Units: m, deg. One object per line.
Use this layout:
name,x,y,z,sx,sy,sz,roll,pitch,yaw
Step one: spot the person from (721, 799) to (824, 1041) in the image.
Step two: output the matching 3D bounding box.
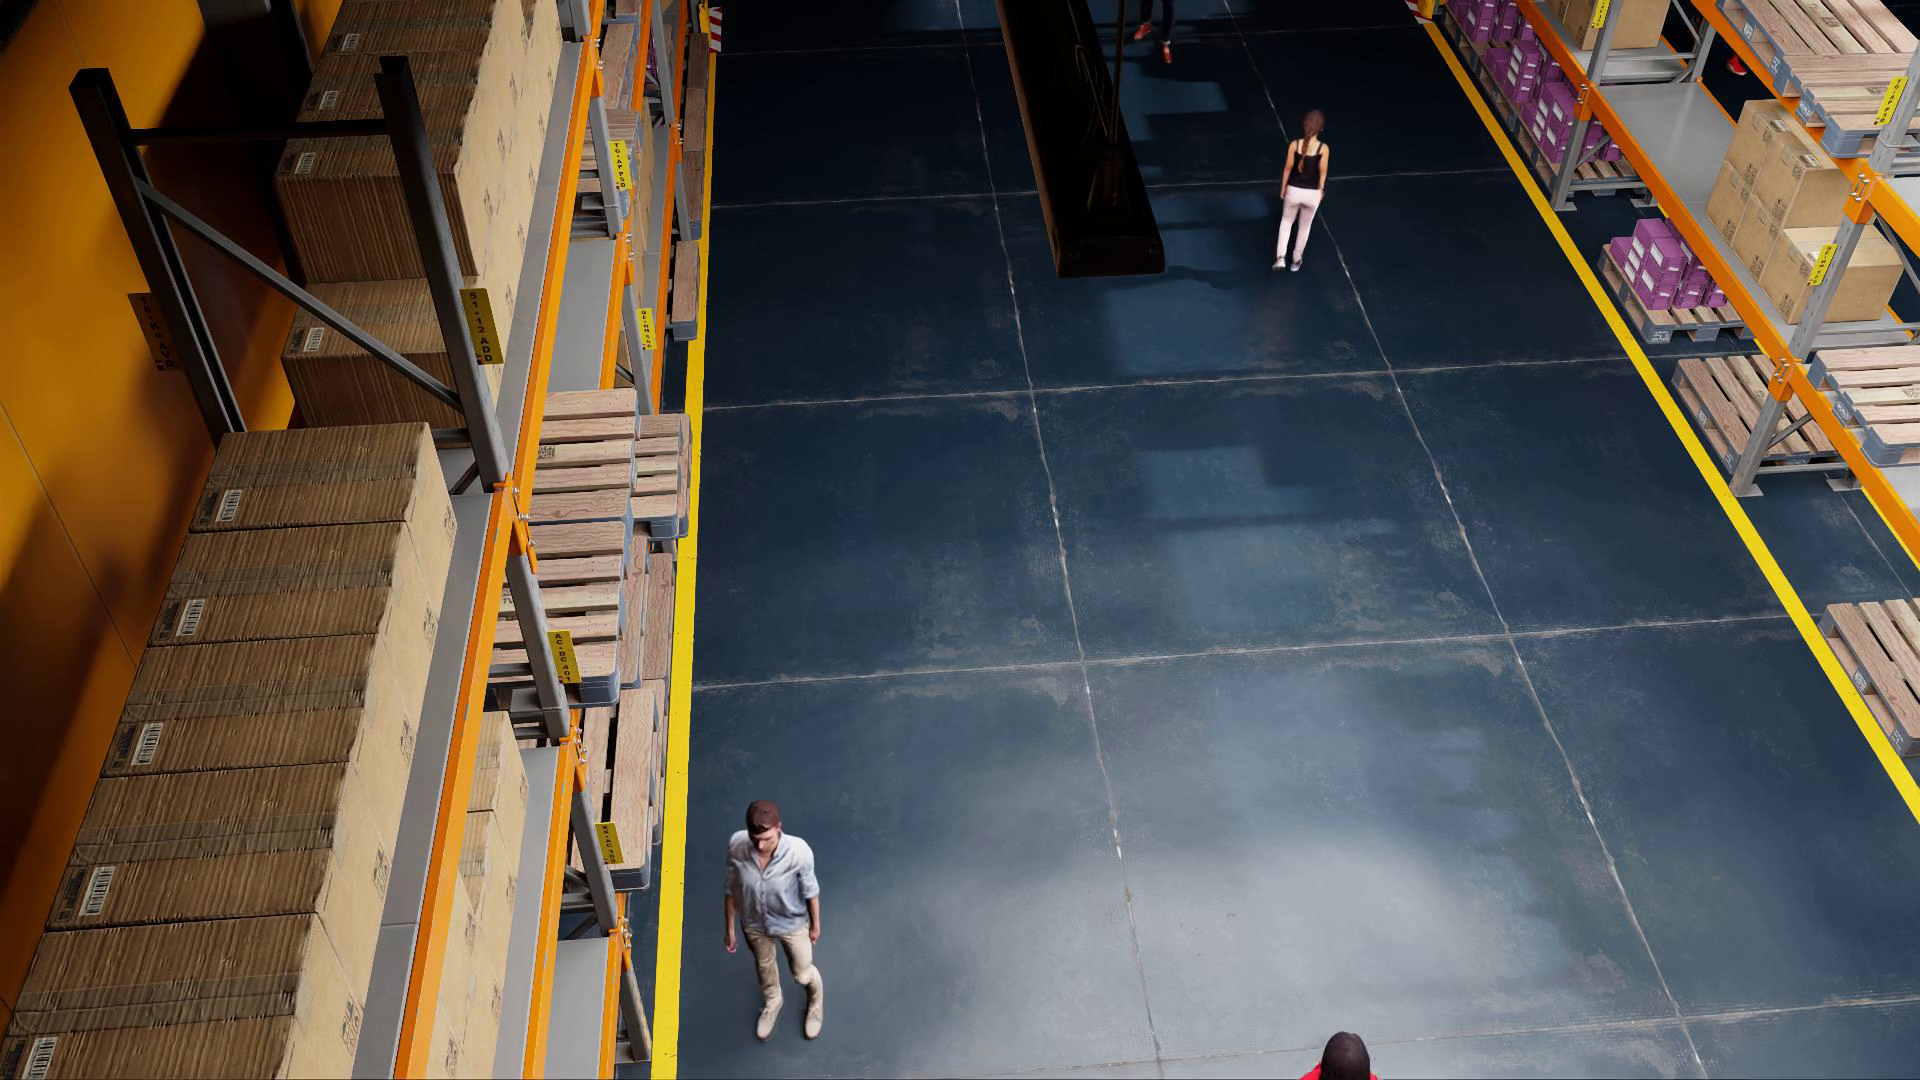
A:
person,-0.986,1.970,8.906,0.746,1.847,0.731,8,44,9

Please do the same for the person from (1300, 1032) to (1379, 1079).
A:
person,1.744,2.952,7.953,0.650,1.737,0.649,-7,44,-7

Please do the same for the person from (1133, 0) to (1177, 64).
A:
person,2.074,-5.936,17.261,0.757,1.767,1.041,1,44,1

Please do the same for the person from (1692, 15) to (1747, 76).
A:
person,8.019,-5.791,17.096,0.971,1.785,1.246,-21,47,-21

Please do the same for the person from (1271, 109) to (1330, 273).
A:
person,2.932,-2.932,14.266,0.672,1.549,0.819,11,45,12
